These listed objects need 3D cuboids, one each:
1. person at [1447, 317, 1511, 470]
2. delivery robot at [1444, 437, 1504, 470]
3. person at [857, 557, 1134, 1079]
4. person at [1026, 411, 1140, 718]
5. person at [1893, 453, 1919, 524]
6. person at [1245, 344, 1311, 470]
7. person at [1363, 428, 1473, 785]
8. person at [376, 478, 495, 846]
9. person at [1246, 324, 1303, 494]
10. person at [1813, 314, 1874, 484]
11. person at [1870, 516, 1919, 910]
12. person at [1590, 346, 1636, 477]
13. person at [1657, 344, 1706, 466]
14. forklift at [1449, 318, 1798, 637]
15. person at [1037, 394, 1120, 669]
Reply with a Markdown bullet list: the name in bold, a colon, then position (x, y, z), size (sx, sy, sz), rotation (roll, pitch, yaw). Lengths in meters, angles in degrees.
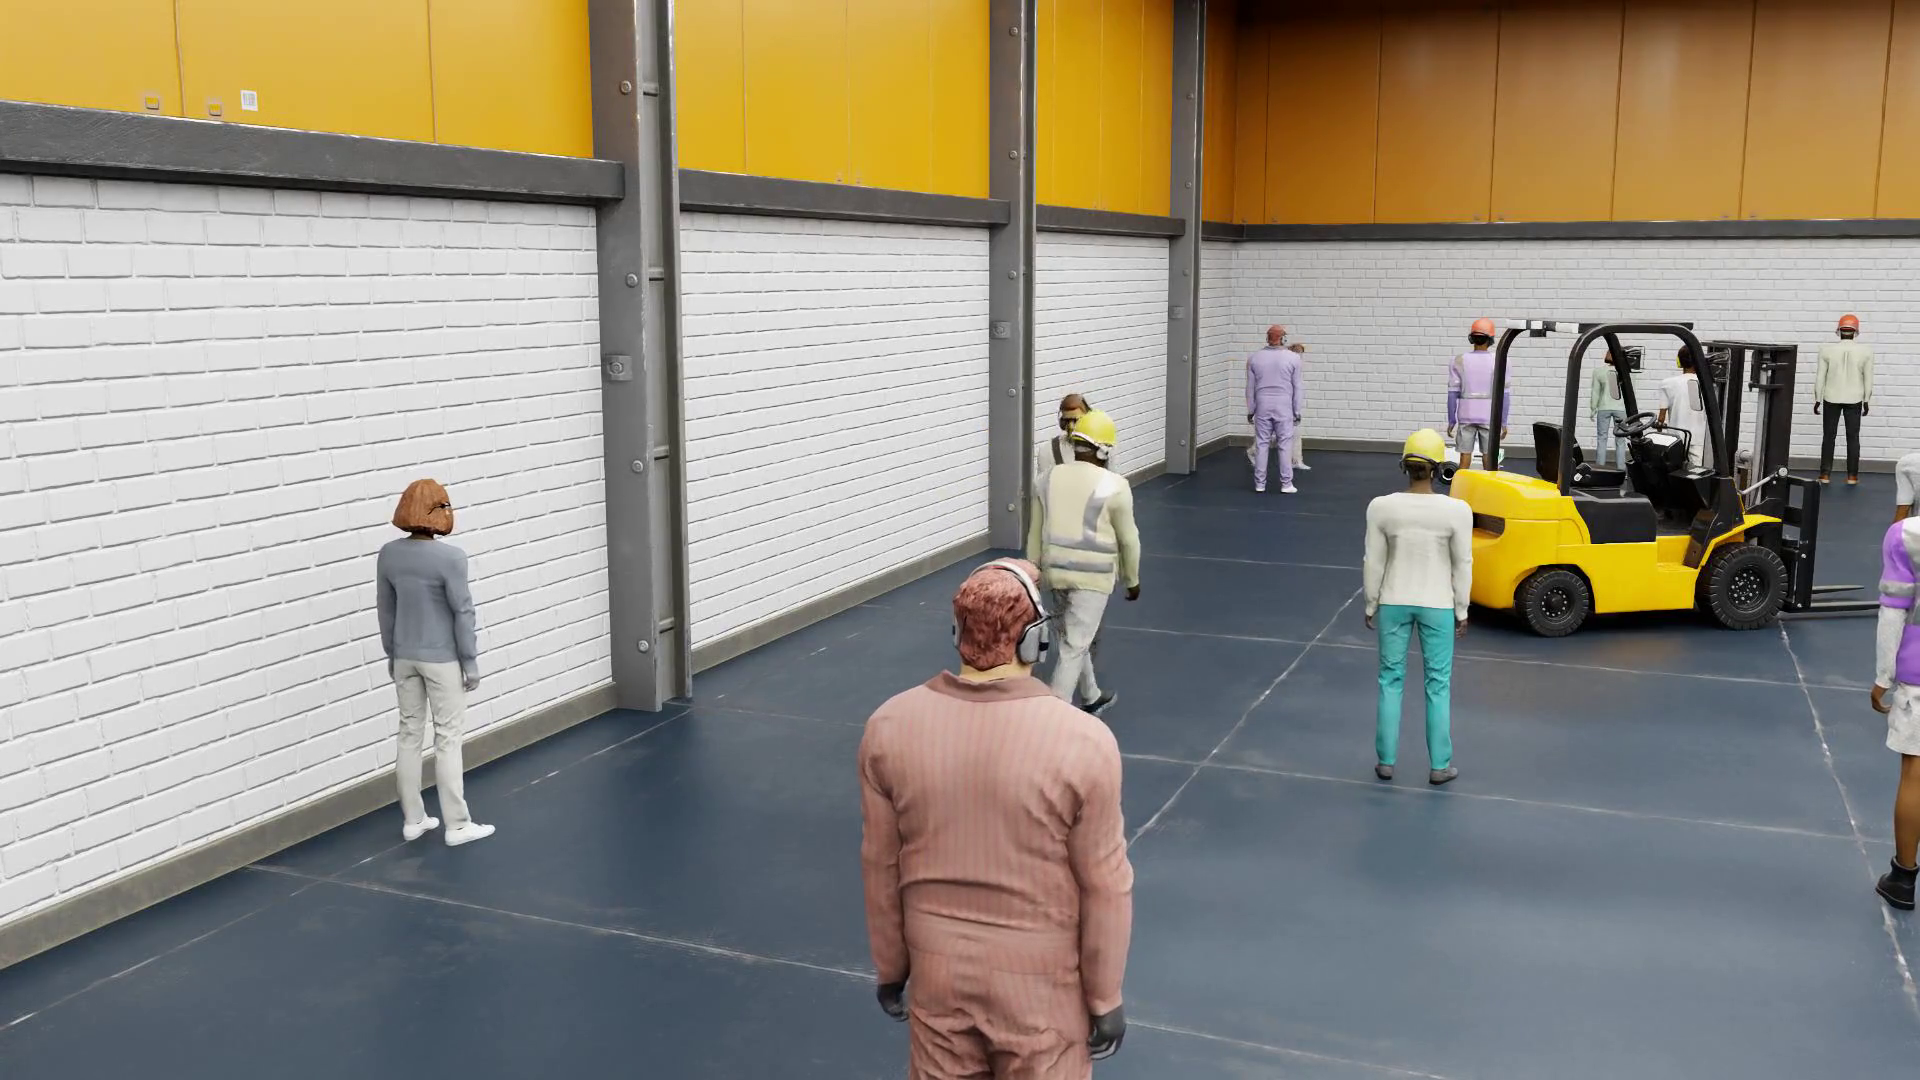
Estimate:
- **person**: position (5.250, -1.226, 16.860), size (0.608, 2.045, 0.392), rotation (4, 10, 24)
- **delivery robot**: position (6.023, -0.974, 19.554), size (0.707, 0.478, 0.477), rotation (4, 10, 22)
- **person**: position (0.096, 0.989, 3.855), size (0.643, 1.910, 0.400), rotation (4, 10, 24)
- **person**: position (0.715, 0.194, 9.031), size (0.596, 1.782, 0.911), rotation (8, 13, 41)
- **person**: position (5.341, 0.143, 9.089), size (0.521, 1.873, 0.336), rotation (4, 10, 24)
- **person**: position (4.042, -1.689, 21.009), size (0.780, 1.599, 0.534), rotation (6, 11, 34)
- **person**: position (2.269, 0.331, 8.267), size (0.525, 1.769, 0.327), rotation (4, 10, 24)
- **person**: position (-2.351, 0.541, 7.394), size (0.500, 1.633, 0.286), rotation (4, 10, 24)
- **person**: position (3.553, -1.473, 18.774), size (0.643, 1.910, 0.400), rotation (4, 10, 24)
- **person**: position (10.415, -1.659, 19.630), size (0.613, 1.995, 0.390), rotation (4, 10, 24)
- **person**: position (3.917, 0.525, 6.588), size (0.546, 1.934, 0.376), rotation (4, 10, 24)
- **person**: position (7.814, -1.528, 19.928), size (0.500, 1.633, 0.286), rotation (4, 10, 24)
- **person**: position (6.606, -0.856, 15.178), size (0.521, 1.862, 0.336), rotation (4, 10, 24)
- **forklift**: position (4.706, -0.497, 11.990), size (2.313, 2.155, 1.214), rotation (-2, 10, -10)
- **person**: position (0.758, -0.043, 10.523), size (0.580, 1.781, 0.970), rotation (0, 9, -1)
